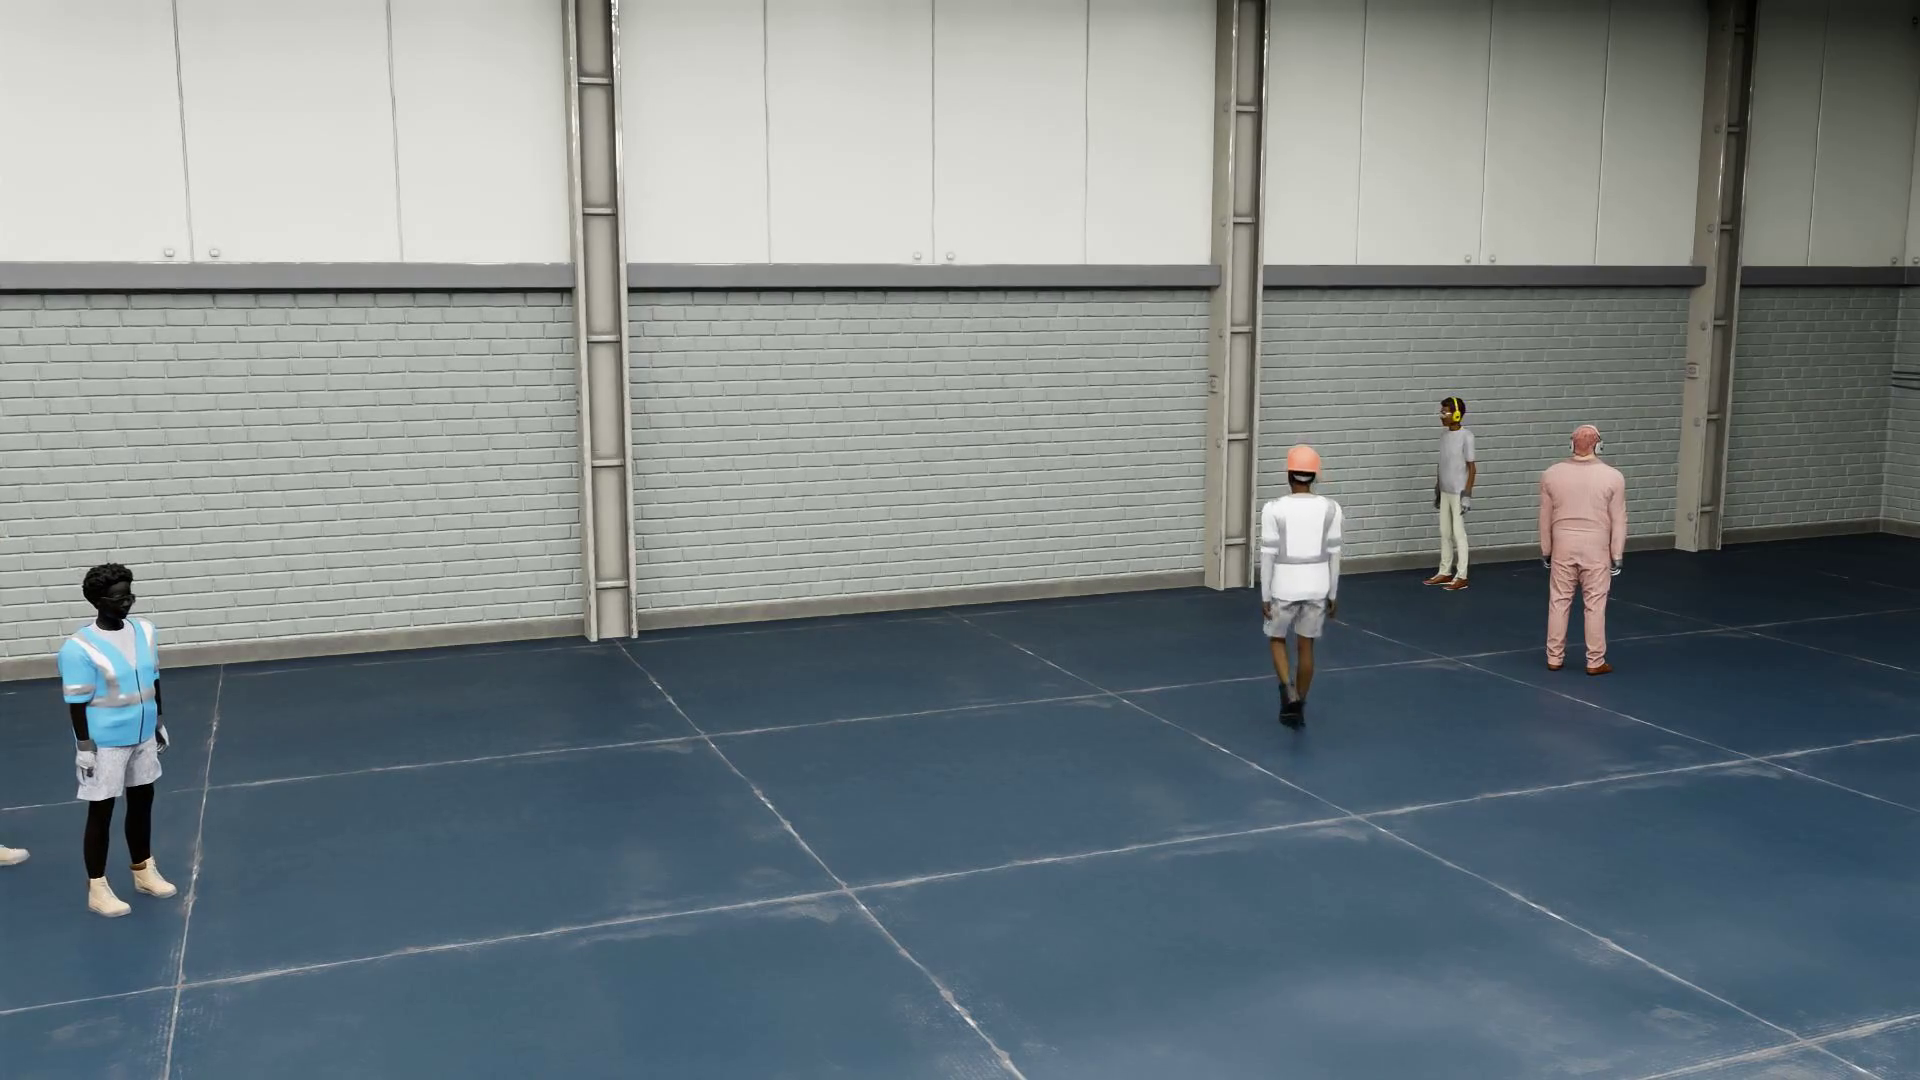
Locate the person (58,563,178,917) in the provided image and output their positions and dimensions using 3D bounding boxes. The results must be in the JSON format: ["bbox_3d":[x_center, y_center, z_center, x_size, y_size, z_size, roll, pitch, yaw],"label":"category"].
[{"bbox_3d":[-4.015,0.938,7.933,0.321,1.689,0.530,3,10,18],"label":"person"}]

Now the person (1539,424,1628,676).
[{"bbox_3d":[4.736,0.075,12.656,0.642,1.913,0.409,6,11,34],"label":"person"}]

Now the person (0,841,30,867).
[{"bbox_3d":[-5.009,0.821,8.243,0.731,1.817,0.534,-3,10,-18],"label":"person"}]

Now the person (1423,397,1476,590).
[{"bbox_3d":[4.761,-0.449,16.086,0.319,1.865,0.521,-3,10,-19],"label":"person"}]

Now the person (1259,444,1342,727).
[{"bbox_3d":[2.258,0.326,11.038,0.551,1.921,0.516,0,9,0],"label":"person"}]
